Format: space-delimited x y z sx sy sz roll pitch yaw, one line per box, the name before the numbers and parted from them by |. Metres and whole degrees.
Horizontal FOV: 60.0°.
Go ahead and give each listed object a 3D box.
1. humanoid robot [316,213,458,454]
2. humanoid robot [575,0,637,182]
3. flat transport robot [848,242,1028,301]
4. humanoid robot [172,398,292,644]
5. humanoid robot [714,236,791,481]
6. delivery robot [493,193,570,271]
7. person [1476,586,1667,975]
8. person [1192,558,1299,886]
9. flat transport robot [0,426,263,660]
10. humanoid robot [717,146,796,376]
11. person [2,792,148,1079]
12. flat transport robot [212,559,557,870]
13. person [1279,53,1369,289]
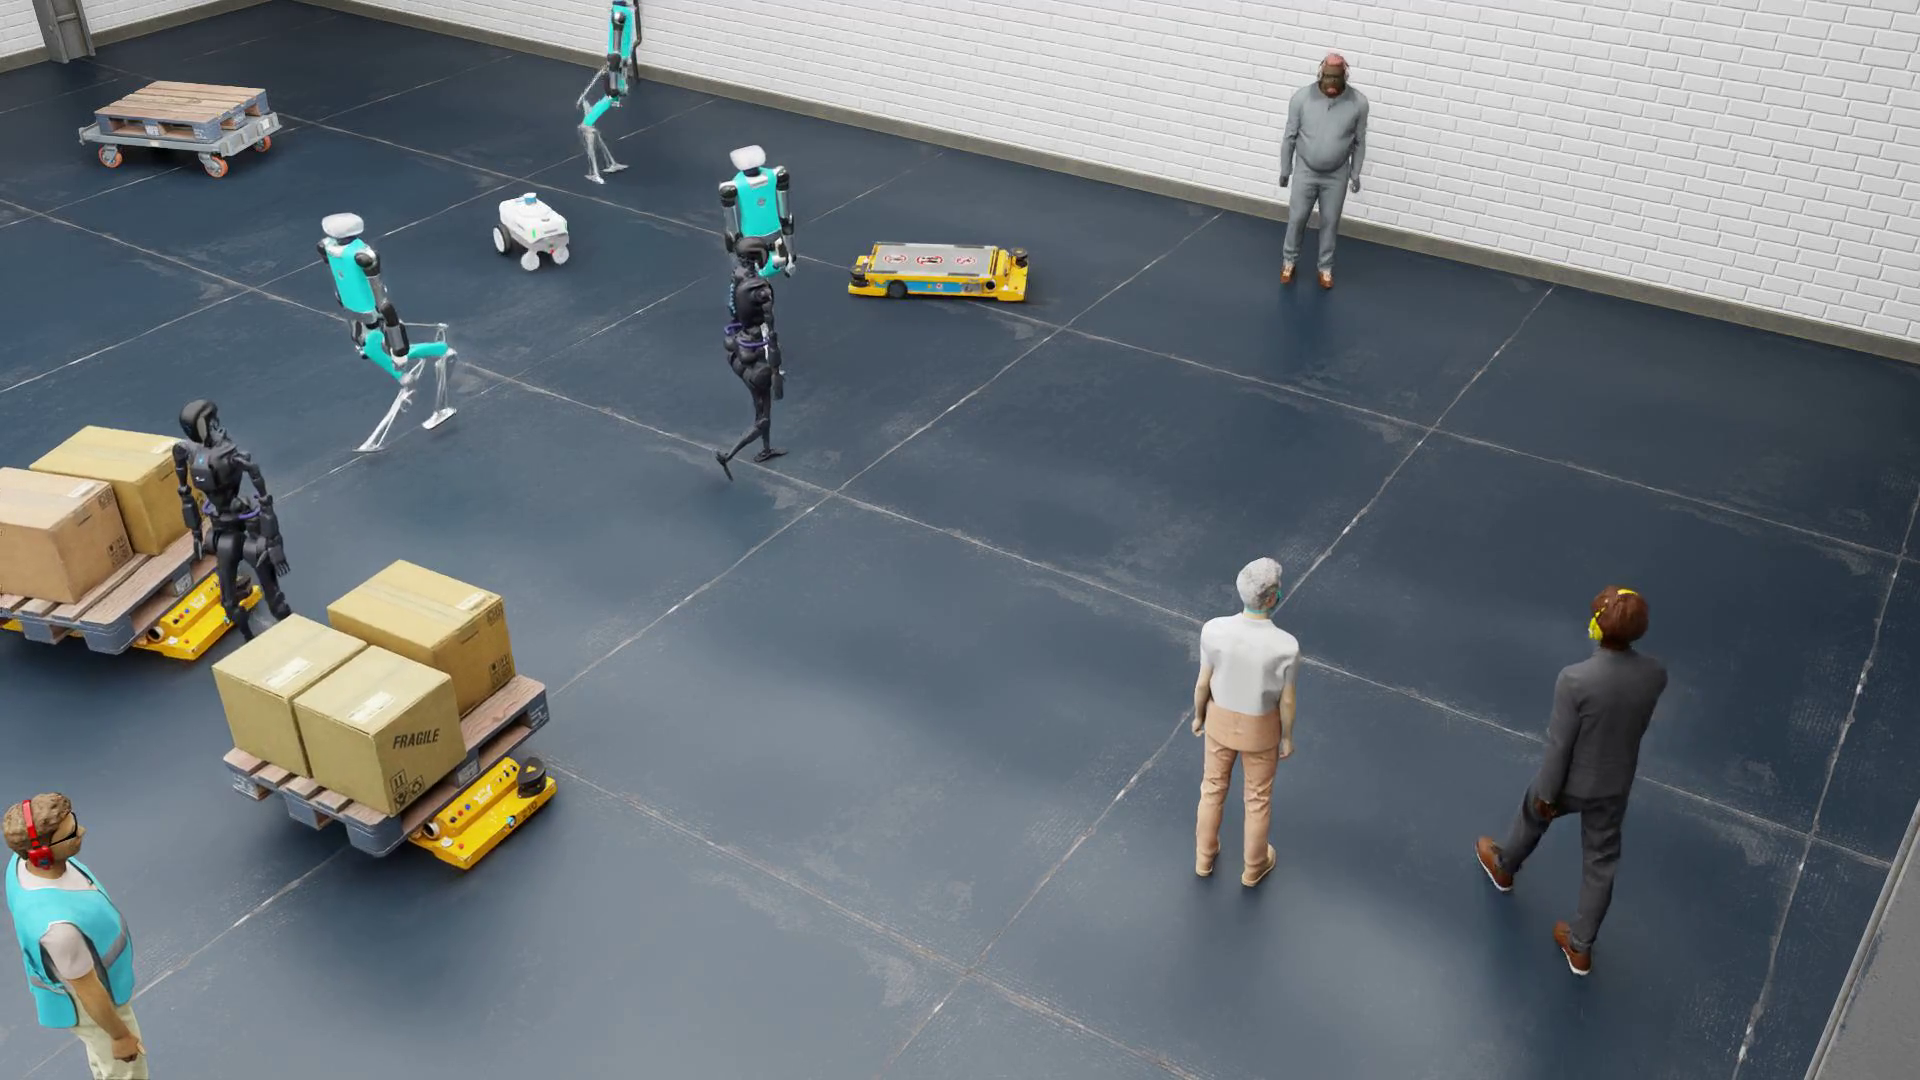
humanoid robot | -3.755 -1.399 11.103 0.560 1.740 1.037 21 38 30
humanoid robot | -3.358 -4.243 15.509 0.813 1.783 0.602 0 33 1
flat transport robot | -0.167 -2.206 13.689 1.431 0.231 0.659 3 33 4
humanoid robot | -3.907 -0.050 9.049 0.589 1.648 0.385 7 33 11
humanoid robot | -1.414 -1.192 10.822 0.601 1.642 0.609 -20 38 -29
delivery robot | -3.629 -2.652 14.111 0.524 0.587 0.748 -22 39 -30
person | 2.712 0.970 7.294 0.495 1.838 0.920 -2 33 -4
person | 1.289 0.842 7.582 0.479 1.744 0.327 13 35 20
flat transport robot | -4.908 0.348 9.715 1.431 0.231 0.659 8 34 12
humanoid robot | -1.535 -2.067 12.137 0.585 1.775 0.888 -18 37 -26
person | -3.213 1.686 6.175 0.386 1.845 0.567 -22 39 -30
flat transport robot | -2.819 1.175 8.428 1.431 0.231 0.659 17 36 24
person | 2.899 -2.952 13.352 0.662 1.913 0.411 4 33 6
